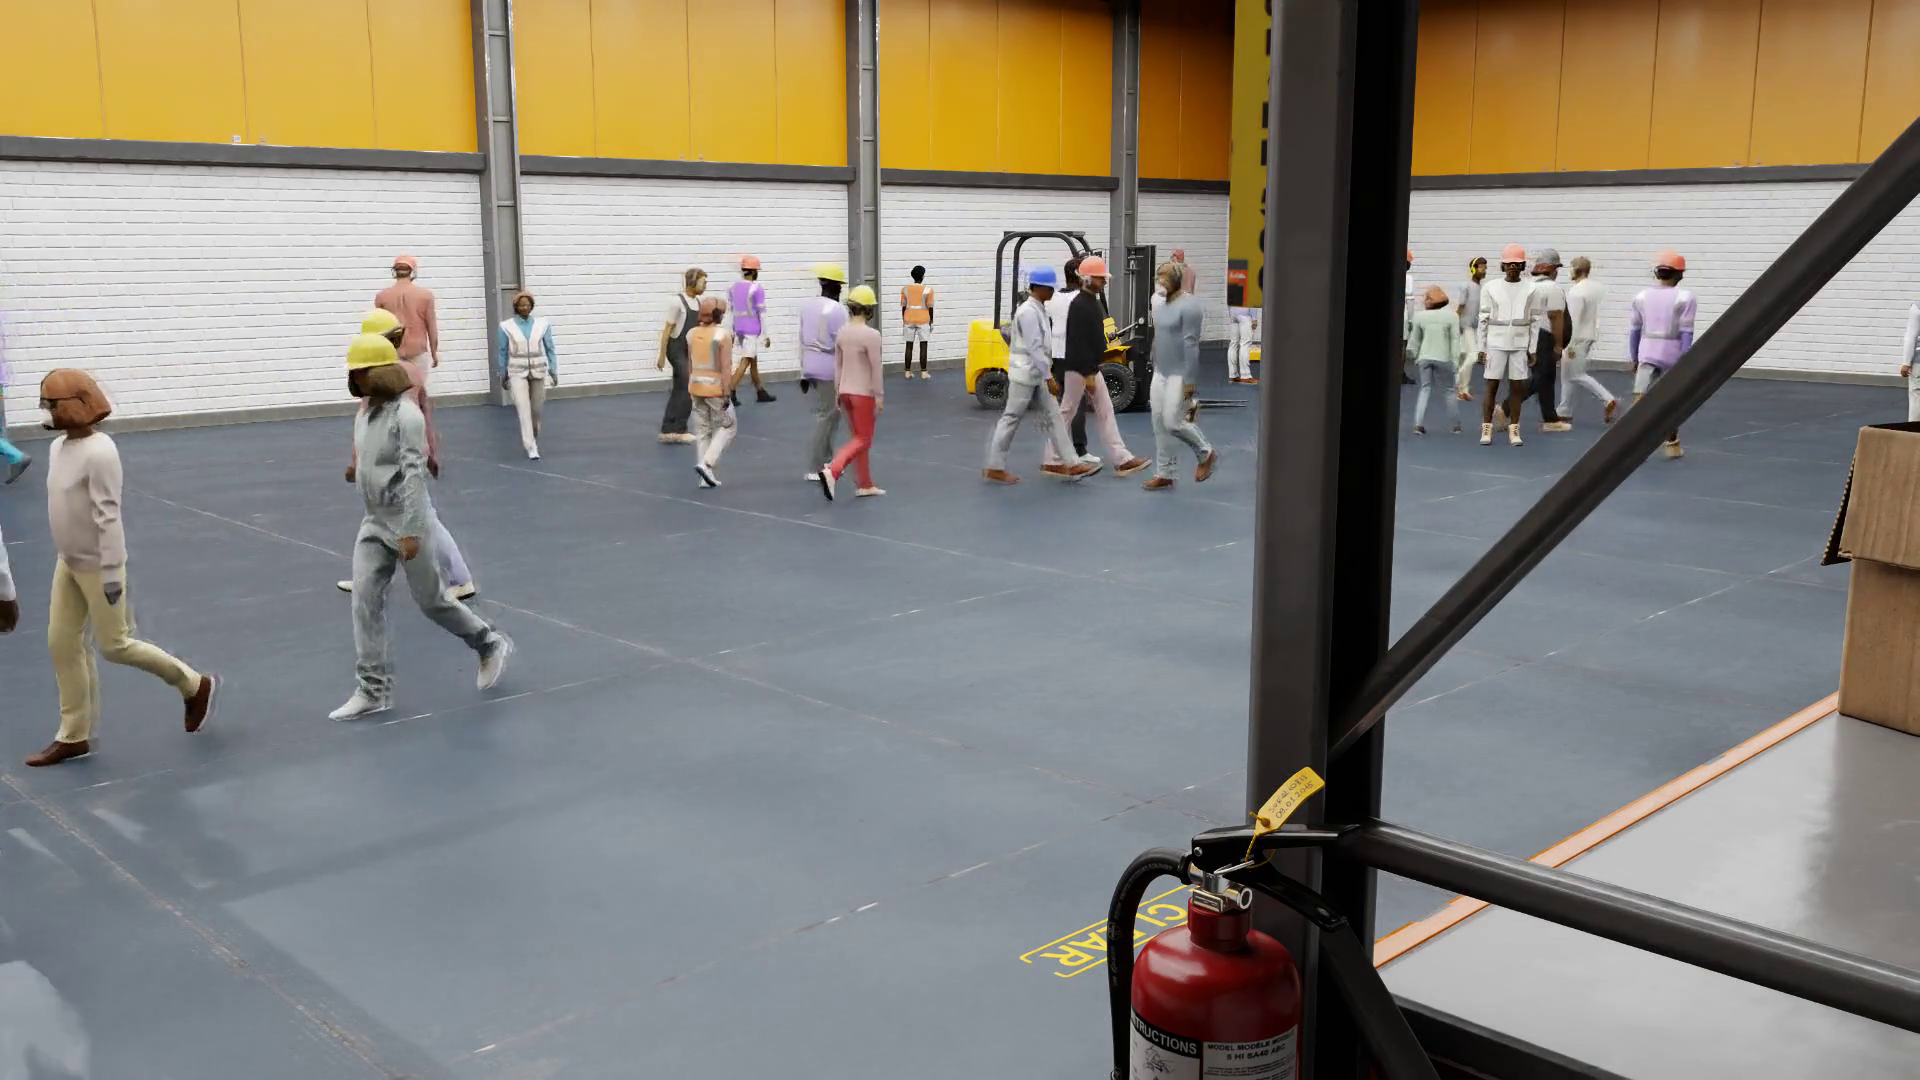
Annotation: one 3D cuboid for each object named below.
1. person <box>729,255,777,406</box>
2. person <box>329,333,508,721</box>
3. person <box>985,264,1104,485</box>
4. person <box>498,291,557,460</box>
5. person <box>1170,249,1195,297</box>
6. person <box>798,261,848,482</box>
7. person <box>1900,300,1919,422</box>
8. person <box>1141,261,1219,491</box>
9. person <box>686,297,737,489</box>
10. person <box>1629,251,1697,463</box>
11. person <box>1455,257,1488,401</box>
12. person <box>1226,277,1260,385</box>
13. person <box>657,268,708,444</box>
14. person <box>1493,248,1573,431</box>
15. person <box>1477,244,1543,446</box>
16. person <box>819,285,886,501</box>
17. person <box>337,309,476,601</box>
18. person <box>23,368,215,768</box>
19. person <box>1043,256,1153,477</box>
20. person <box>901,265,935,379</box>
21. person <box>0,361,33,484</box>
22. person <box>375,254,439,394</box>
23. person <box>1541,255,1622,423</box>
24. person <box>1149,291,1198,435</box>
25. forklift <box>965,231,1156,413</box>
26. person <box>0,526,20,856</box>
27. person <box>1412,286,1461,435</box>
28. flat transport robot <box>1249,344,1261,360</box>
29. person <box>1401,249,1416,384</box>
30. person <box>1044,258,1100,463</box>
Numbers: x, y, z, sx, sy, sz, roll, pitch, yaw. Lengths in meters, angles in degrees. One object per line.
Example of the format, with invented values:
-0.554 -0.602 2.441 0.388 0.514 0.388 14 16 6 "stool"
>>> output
-2.687 -2.633 20.928 0.562 1.895 0.991 8 13 38 "person"
-2.478 -0.085 7.513 0.515 1.709 0.818 8 13 36 "person"
0.681 -1.386 14.109 1.035 1.881 0.598 3 11 18 "person"
-4.197 -1.610 16.112 0.520 1.610 0.815 -5 12 -25 "person"
3.574 -3.769 27.214 0.678 1.937 0.471 -10 14 -42 "person"
-1.114 -1.458 14.476 0.611 1.898 0.586 -7 12 -33 "person"
9.647 -1.797 16.541 0.592 1.826 0.403 -2 11 -9 "person"
1.832 -1.359 13.884 0.559 1.918 0.642 -5 12 -26 "person"
-2.104 -1.225 13.958 0.520 1.625 0.398 6 12 31 "person"
6.568 -1.711 15.621 0.626 1.996 1.038 10 14 43 "person"
6.598 -2.705 21.406 0.527 1.853 0.399 -10 14 -42 "person"
4.059 -3.192 23.829 0.372 1.940 0.627 -5 12 -27 "person"
-2.845 -1.873 17.014 0.583 1.795 0.531 3 11 16 "person"
6.220 -2.174 18.001 0.902 2.000 0.690 -1 10 -5 "person"
5.565 -1.969 16.876 0.606 2.044 0.373 2 11 12 "person"
-0.864 -1.166 13.340 0.721 1.747 0.531 -9 14 -42 "person"
-3.242 -0.482 9.671 0.917 1.713 0.523 1 10 6 "person"
-3.492 0.093 6.803 0.509 1.607 0.690 8 13 38 "person"
1.185 -1.494 14.554 1.008 1.940 0.654 4 11 19 "person"
-0.628 -3.229 24.712 0.529 1.689 0.321 3 11 15 "person"
-8.108 -1.287 13.759 0.559 1.829 0.563 -8 13 -38 "person"
-5.650 -1.931 16.942 0.636 1.946 0.670 -1 10 -4 "person"
7.037 -2.227 18.673 0.828 1.913 0.634 7 13 34 "person"
2.316 -2.059 17.927 0.544 1.839 0.626 8 13 38 "person"
1.222 -2.721 20.561 2.313 2.155 1.214 2 11 13 "forklift"
-3.486 0.194 5.596 0.584 1.846 0.595 -1 10 -8 "person"
5.104 -1.916 17.836 0.536 1.601 0.598 6 12 31 "person"
5.177 -3.243 28.657 0.652 0.197 1.431 1 10 7 "flat transport robot"
6.350 -3.208 23.916 0.365 1.938 0.552 -5 12 -25 "person"
1.041 -1.672 15.611 0.587 1.914 0.391 10 14 43 "person"
